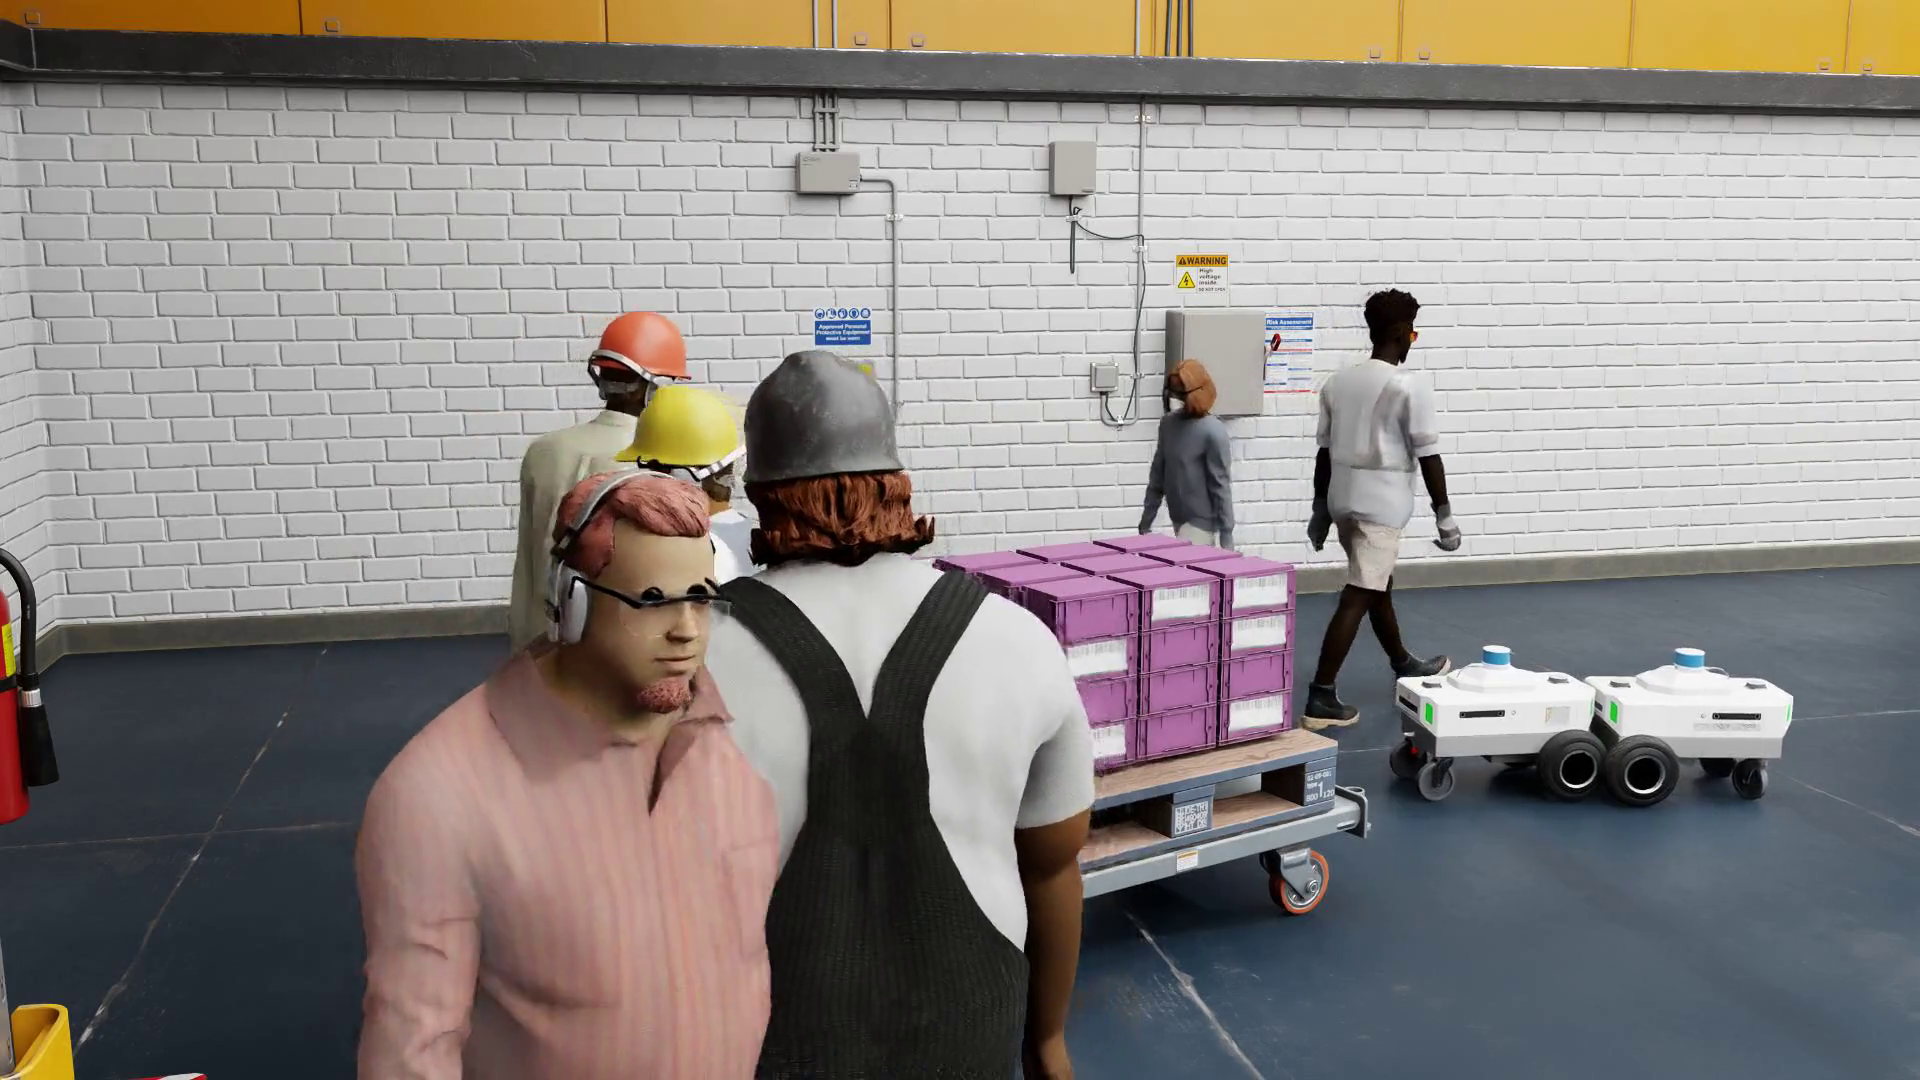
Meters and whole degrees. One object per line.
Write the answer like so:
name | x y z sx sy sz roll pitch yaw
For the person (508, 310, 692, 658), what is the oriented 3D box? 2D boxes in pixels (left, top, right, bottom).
person | -0.997 0.350 4.580 0.630 1.943 0.739 5 11 24

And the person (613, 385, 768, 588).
person | -0.553 0.542 3.883 0.825 1.807 0.596 0 10 2

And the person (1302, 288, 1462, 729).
person | 1.893 -0.146 7.368 0.984 1.910 0.616 -5 11 -25

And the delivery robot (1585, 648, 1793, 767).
delivery robot | 2.805 0.662 6.422 0.707 0.478 0.477 0 10 2

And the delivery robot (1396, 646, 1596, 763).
delivery robot | 2.072 0.654 6.463 0.707 0.478 0.477 -1 10 -7

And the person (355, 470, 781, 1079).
person | -0.440 0.828 2.197 0.677 1.836 1.042 -8 13 -36

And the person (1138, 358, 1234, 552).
person | 1.143 -0.084 7.969 0.820 1.583 0.565 -4 11 -22
